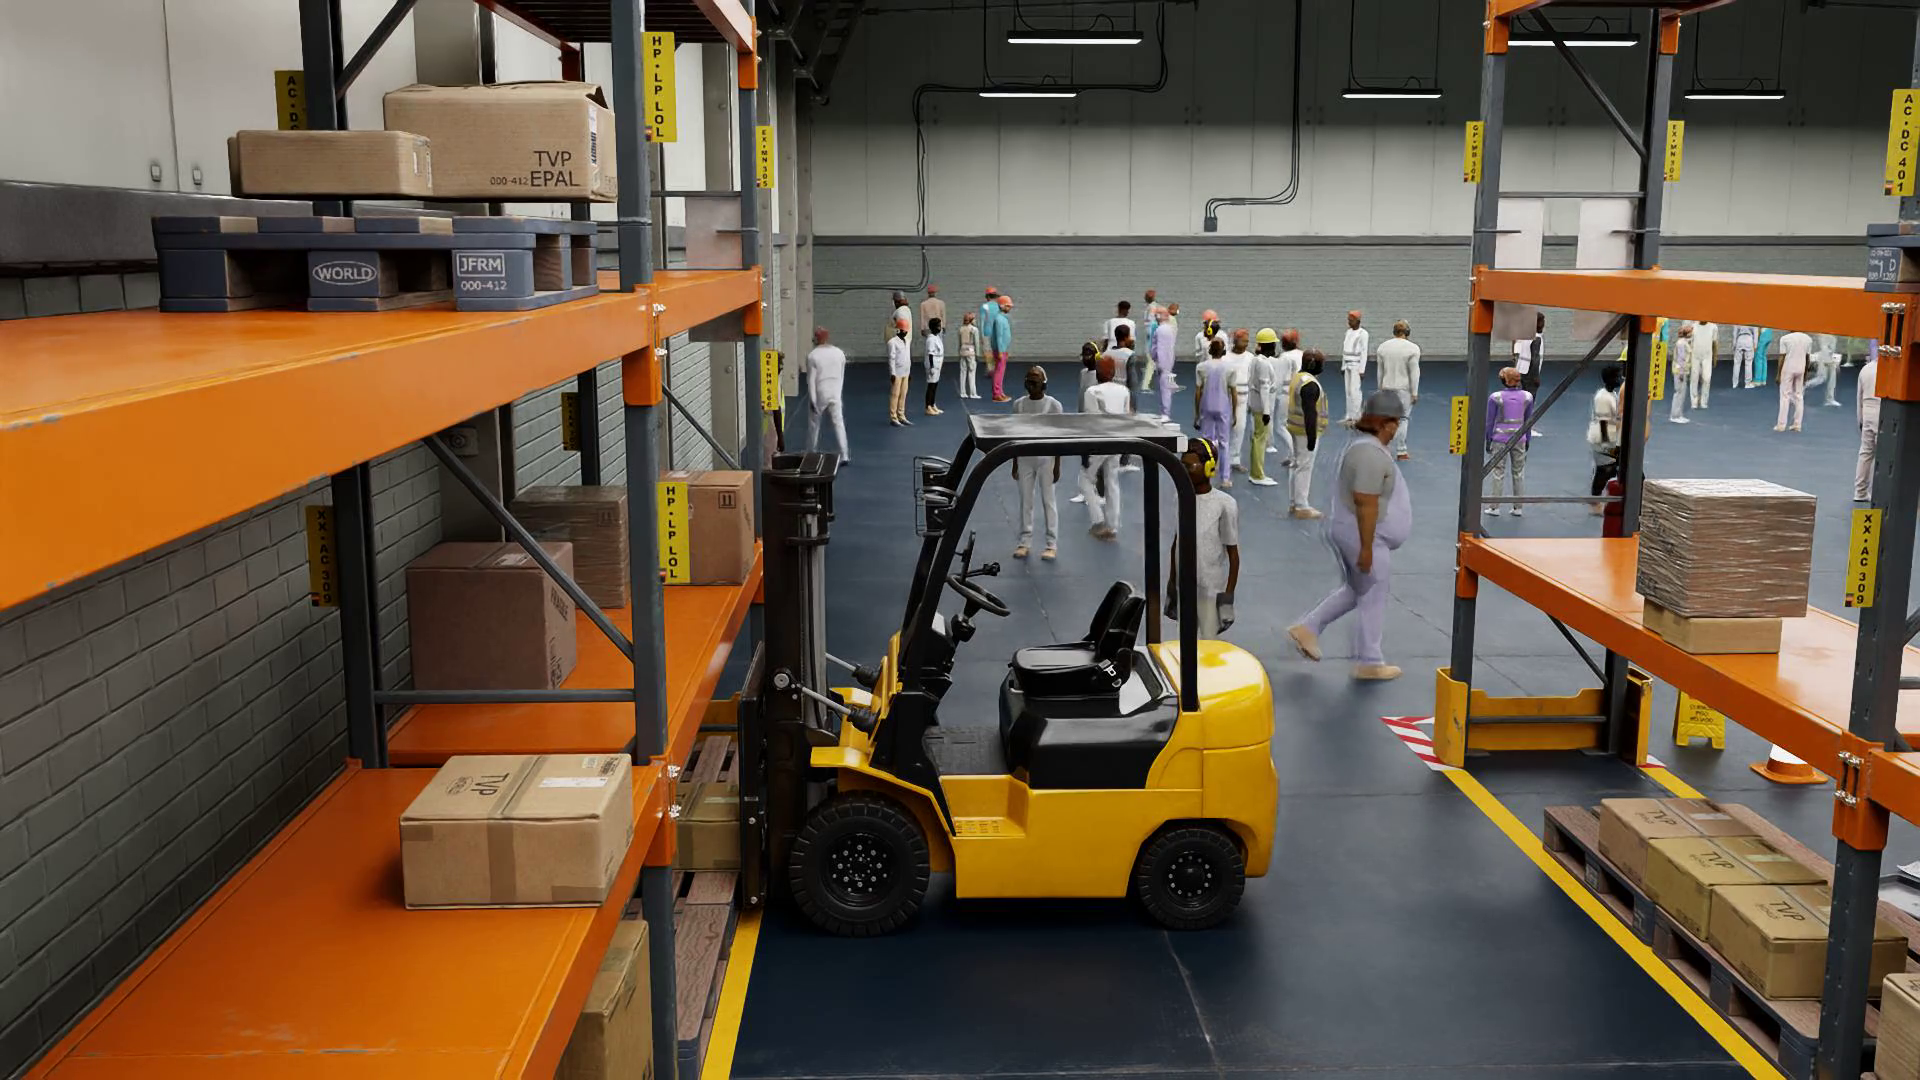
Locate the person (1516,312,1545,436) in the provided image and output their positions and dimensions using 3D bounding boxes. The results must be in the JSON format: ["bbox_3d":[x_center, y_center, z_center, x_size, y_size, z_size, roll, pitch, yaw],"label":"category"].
[{"bbox_3d":[8.793,-2.552,25.650,0.397,1.911,0.588,0,10,2],"label":"person"}]

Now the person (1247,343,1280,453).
[{"bbox_3d":[4.303,-2.052,23.625,0.497,1.633,0.286,4,11,22],"label":"person"}]

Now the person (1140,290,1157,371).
[{"bbox_3d":[4.385,-4.836,38.529,0.401,1.863,0.599,0,10,-2],"label":"person"}]

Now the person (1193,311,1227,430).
[{"bbox_3d":[3.962,-2.682,26.429,0.558,1.885,0.981,4,11,22],"label":"person"}]

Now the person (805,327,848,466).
[{"bbox_3d":[-1.806,-1.922,22.317,0.639,1.865,1.011,-7,12,-32],"label":"person"}]

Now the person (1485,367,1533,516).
[{"bbox_3d":[5.977,-1.064,18.136,0.514,1.634,0.313,0,10,-3],"label":"person"}]

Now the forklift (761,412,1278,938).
[{"bbox_3d":[0.291,0.548,7.580,2.313,2.155,1.214,0,10,-2],"label":"forklift"}]

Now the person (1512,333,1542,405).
[{"bbox_3d":[10.386,-3.393,30.544,0.398,1.835,0.562,-10,14,-43],"label":"person"}]

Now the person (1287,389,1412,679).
[{"bbox_3d":[2.717,-0.064,11.417,0.732,2.000,0.719,1,10,6],"label":"person"}]

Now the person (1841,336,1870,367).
[{"bbox_3d":[21.489,-5.060,39.785,0.591,1.847,0.539,-2,10,-10],"label":"person"}]

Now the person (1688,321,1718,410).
[{"bbox_3d":[13.164,-3.204,29.544,0.512,1.812,0.777,4,11,20],"label":"person"}]

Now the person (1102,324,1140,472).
[{"bbox_3d":[2.084,-1.846,21.712,0.392,1.915,0.600,-8,13,-39],"label":"person"}]

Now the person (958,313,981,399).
[{"bbox_3d":[0.165,-3.512,31.753,0.515,1.636,0.315,10,14,43],"label":"person"}]

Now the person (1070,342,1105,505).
[{"bbox_3d":[1.492,-1.325,18.957,0.330,1.861,0.513,-6,12,-32],"label":"person"}]

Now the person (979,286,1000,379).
[{"bbox_3d":[0.670,-4.507,36.202,0.610,2.028,0.434,-5,11,-25],"label":"person"}]

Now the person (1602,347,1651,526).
[{"bbox_3d":[6.978,-1.070,17.340,0.366,1.926,0.592,9,14,41],"label":"person"}]

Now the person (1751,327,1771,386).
[{"bbox_3d":[16.641,-4.109,34.539,0.516,1.835,0.357,-9,14,-42],"label":"person"}]

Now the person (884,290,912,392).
[{"bbox_3d":[-1.234,-3.948,33.056,0.539,2.000,0.688,1,10,8],"label":"person"}]

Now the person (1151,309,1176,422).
[{"bbox_3d":[3.374,-2.914,27.808,0.415,1.876,0.772,4,11,22],"label":"person"}]

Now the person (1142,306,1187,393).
[{"bbox_3d":[4.011,-3.742,32.807,0.897,1.704,0.591,-1,10,-4],"label":"person"}]

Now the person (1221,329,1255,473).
[{"bbox_3d":[3.530,-1.808,21.630,0.691,1.858,0.591,-3,11,-15],"label":"person"}]

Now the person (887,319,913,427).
[{"bbox_3d":[-0.953,-2.719,27.033,0.337,1.743,0.563,6,12,30],"label":"person"}]

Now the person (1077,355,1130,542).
[{"bbox_3d":[1.423,-0.911,16.606,0.615,1.867,0.470,-7,12,-34],"label":"person"}]

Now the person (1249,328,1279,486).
[{"bbox_3d":[3.744,-1.641,20.507,0.352,1.929,0.594,1,10,3],"label":"person"}]

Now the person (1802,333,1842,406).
[{"bbox_3d":[15.804,-3.323,30.446,0.491,1.721,0.676,-10,14,-44],"label":"person"}]

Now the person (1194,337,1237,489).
[{"bbox_3d":[3.102,-1.540,20.184,0.516,1.843,0.327,3,11,15],"label":"person"}]

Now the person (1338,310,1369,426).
[{"bbox_3d":[6.408,-2.798,27.103,0.372,1.882,0.586,-3,11,-18],"label":"person"}]

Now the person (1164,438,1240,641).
[{"bbox_3d":[1.397,0.330,9.713,0.309,1.864,0.535,-8,13,-37],"label":"person"}]

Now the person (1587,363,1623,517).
[{"bbox_3d":[7.029,-1.085,18.088,0.351,1.686,0.542,8,13,38],"label":"person"}]

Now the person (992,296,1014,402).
[{"bbox_3d":[0.803,-3.573,31.142,0.414,1.987,0.607,2,10,9],"label":"person"}]

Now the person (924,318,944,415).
[{"bbox_3d":[-0.449,-2.995,28.728,0.321,1.689,0.530,2,10,11],"label":"person"}]

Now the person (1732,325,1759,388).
[{"bbox_3d":[16.118,-3.994,34.133,0.487,1.746,0.288,9,14,41],"label":"person"}]

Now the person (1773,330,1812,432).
[{"bbox_3d":[13.100,-2.606,26.161,0.501,1.839,0.341,-1,10,-6],"label":"person"}]

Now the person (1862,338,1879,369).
[{"bbox_3d":[21.438,-4.907,38.982,0.341,1.839,0.501,7,12,34],"label":"person"}]

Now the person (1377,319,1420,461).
[{"bbox_3d":[5.985,-2.042,22.748,0.627,1.933,0.367,10,14,44],"label":"person"}]

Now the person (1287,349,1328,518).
[{"bbox_3d":[3.785,-1.159,18.101,0.429,1.836,0.626,0,10,-2],"label":"person"}]

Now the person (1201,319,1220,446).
[{"bbox_3d":[3.641,-2.284,24.246,0.328,1.876,0.513,6,12,29],"label":"person"}]

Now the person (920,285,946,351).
[{"bbox_3d":[-0.644,-5.071,39.503,0.623,1.966,0.748,-1,10,-5],"label":"person"}]

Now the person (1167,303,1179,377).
[{"bbox_3d":[4.705,-4.436,36.935,0.279,1.627,0.498,2,10,11],"label":"person"}]

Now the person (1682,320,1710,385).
[{"bbox_3d":[15.271,-4.147,34.484,0.636,1.924,0.615,-2,10,-12],"label":"person"}]

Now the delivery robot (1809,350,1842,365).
[{"bbox_3d":[19.772,-4.155,38.086,0.707,0.478,0.477,1,10,6],"label":"delivery robot"}]

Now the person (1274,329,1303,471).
[{"bbox_3d":[4.358,-1.830,21.749,0.557,1.863,0.597,9,13,40],"label":"person"}]

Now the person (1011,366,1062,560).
[{"bbox_3d":[0.721,-0.724,15.676,0.502,1.837,0.350,5,11,26],"label":"person"}]

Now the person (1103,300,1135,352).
[{"bbox_3d":[2.889,-3.458,30.690,0.656,1.921,0.916,7,12,34],"label":"person"}]

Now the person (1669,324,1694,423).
[{"bbox_3d":[11.941,-2.746,27.506,0.313,1.636,0.523,6,12,30],"label":"person"}]
